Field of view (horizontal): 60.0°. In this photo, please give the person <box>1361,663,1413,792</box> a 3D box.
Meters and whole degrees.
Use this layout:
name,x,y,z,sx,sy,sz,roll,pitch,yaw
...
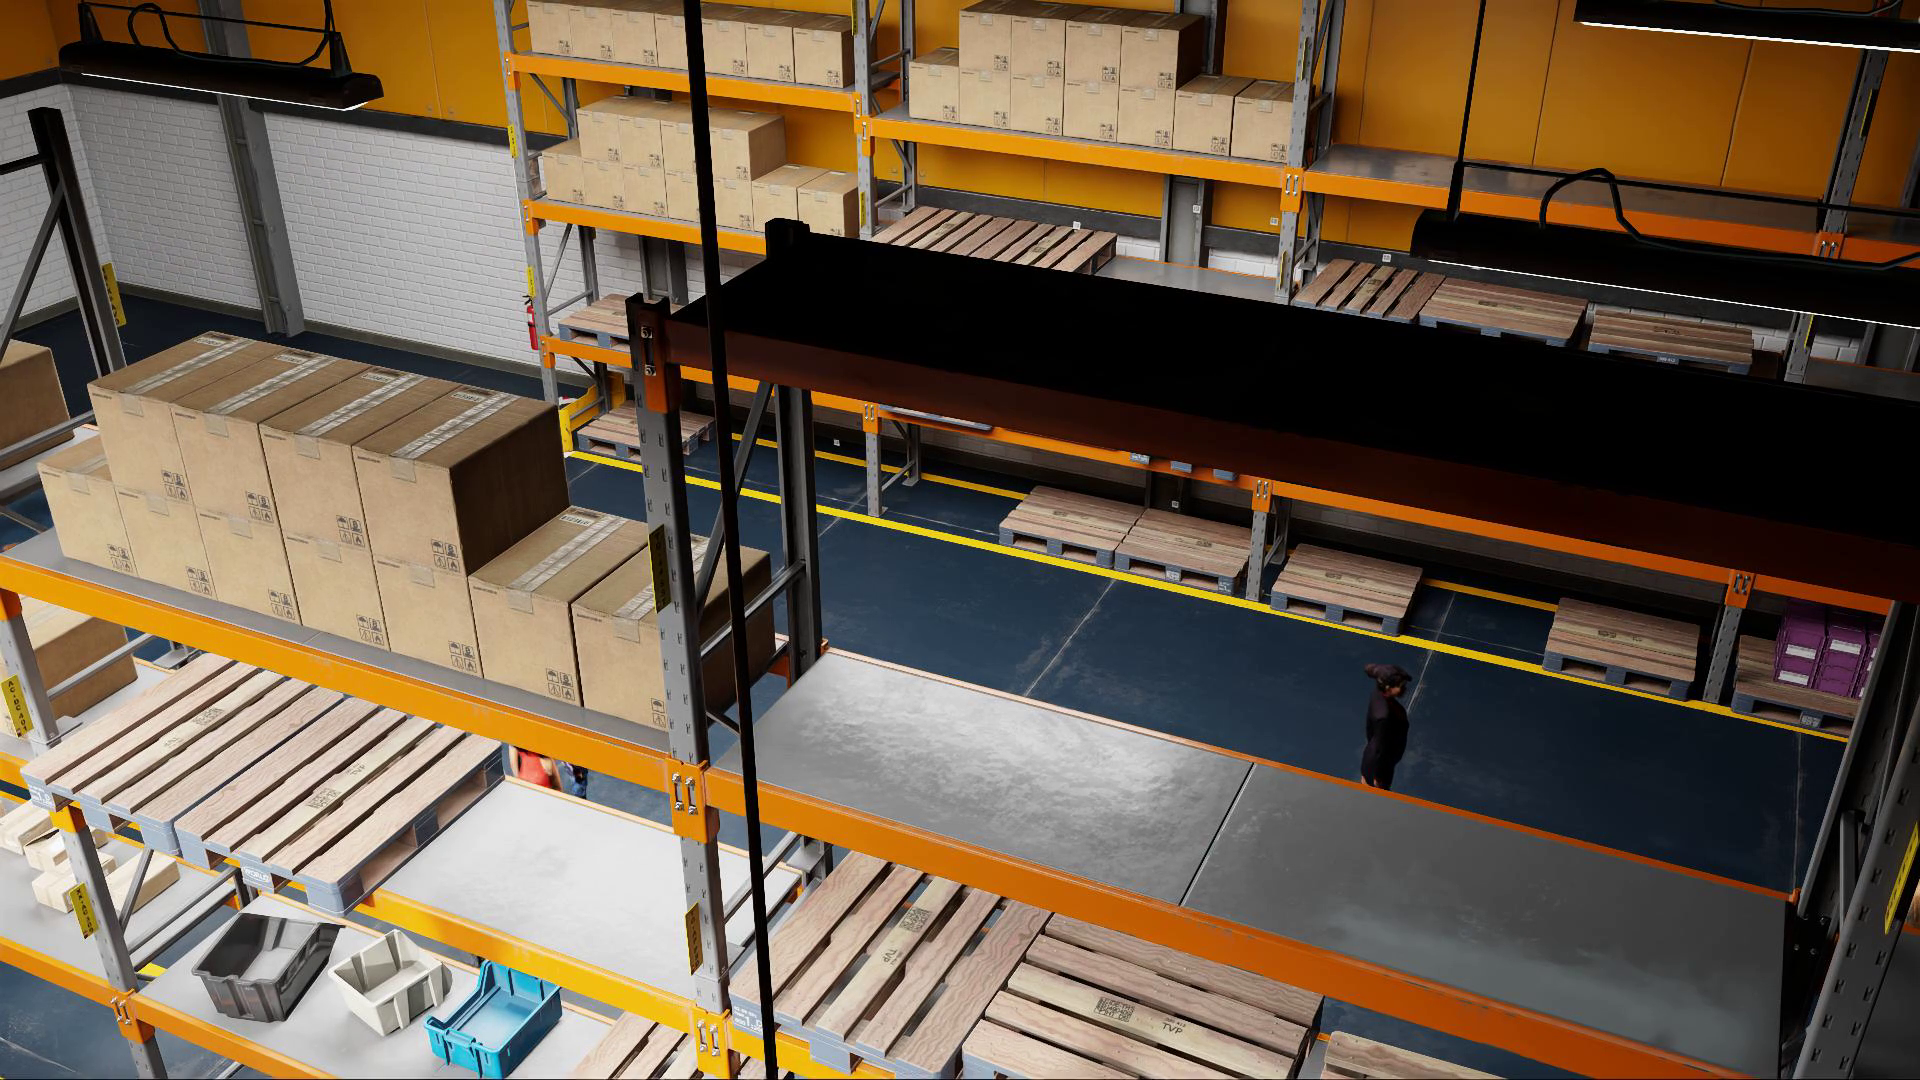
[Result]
name,x,y,z,sx,sy,sz,roll,pitch,yaw
person,3.007,1.611,11.948,0.656,1.639,0.630,3,29,6
